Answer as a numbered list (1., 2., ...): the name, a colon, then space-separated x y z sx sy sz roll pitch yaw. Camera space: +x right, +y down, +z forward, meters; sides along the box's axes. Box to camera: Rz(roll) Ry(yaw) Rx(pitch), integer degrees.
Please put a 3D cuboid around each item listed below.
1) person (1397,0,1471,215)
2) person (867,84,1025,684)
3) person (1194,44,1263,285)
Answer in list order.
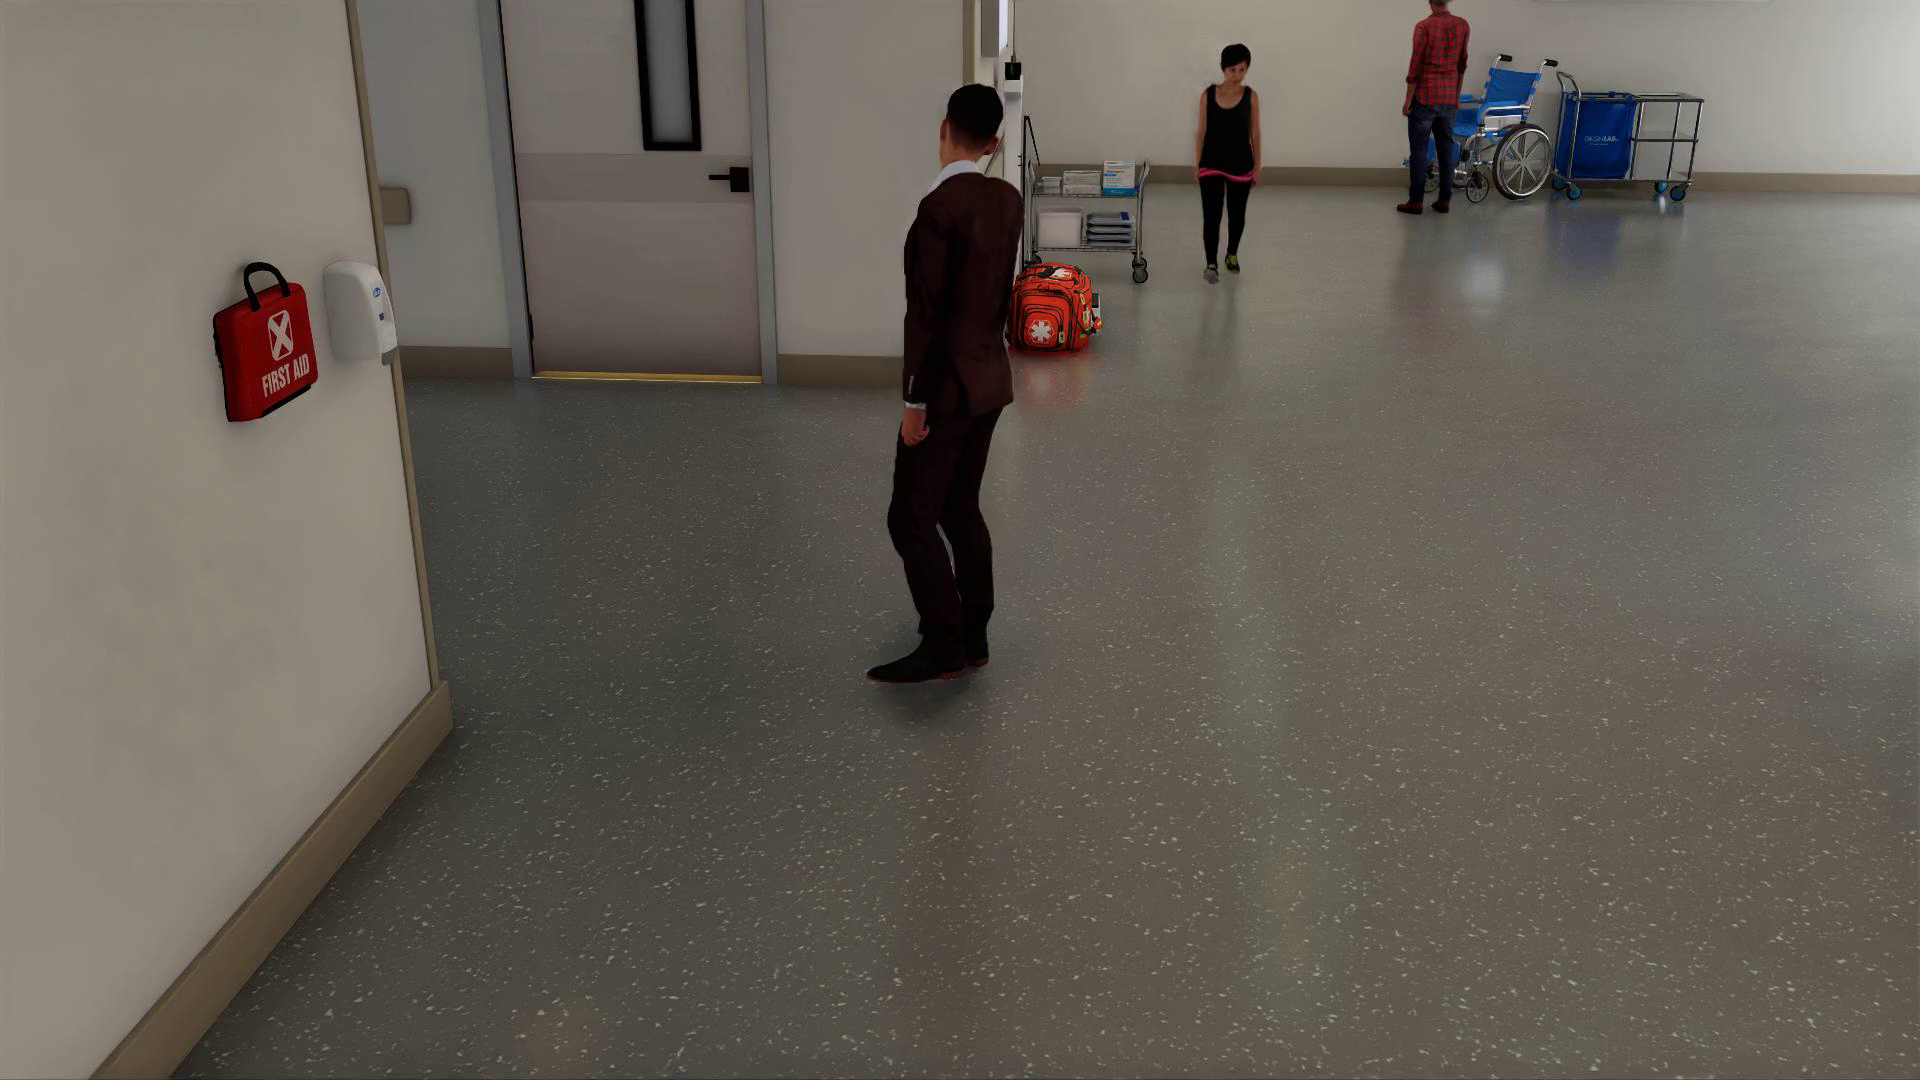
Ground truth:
1. person: 3.828 -3.578 13.434 0.761 1.828 0.699 -6 22 -16
2. person: -0.012 -0.456 5.199 0.962 1.823 0.726 6 22 17
3. person: 1.752 -2.451 10.923 0.608 1.500 1.050 2 21 6
